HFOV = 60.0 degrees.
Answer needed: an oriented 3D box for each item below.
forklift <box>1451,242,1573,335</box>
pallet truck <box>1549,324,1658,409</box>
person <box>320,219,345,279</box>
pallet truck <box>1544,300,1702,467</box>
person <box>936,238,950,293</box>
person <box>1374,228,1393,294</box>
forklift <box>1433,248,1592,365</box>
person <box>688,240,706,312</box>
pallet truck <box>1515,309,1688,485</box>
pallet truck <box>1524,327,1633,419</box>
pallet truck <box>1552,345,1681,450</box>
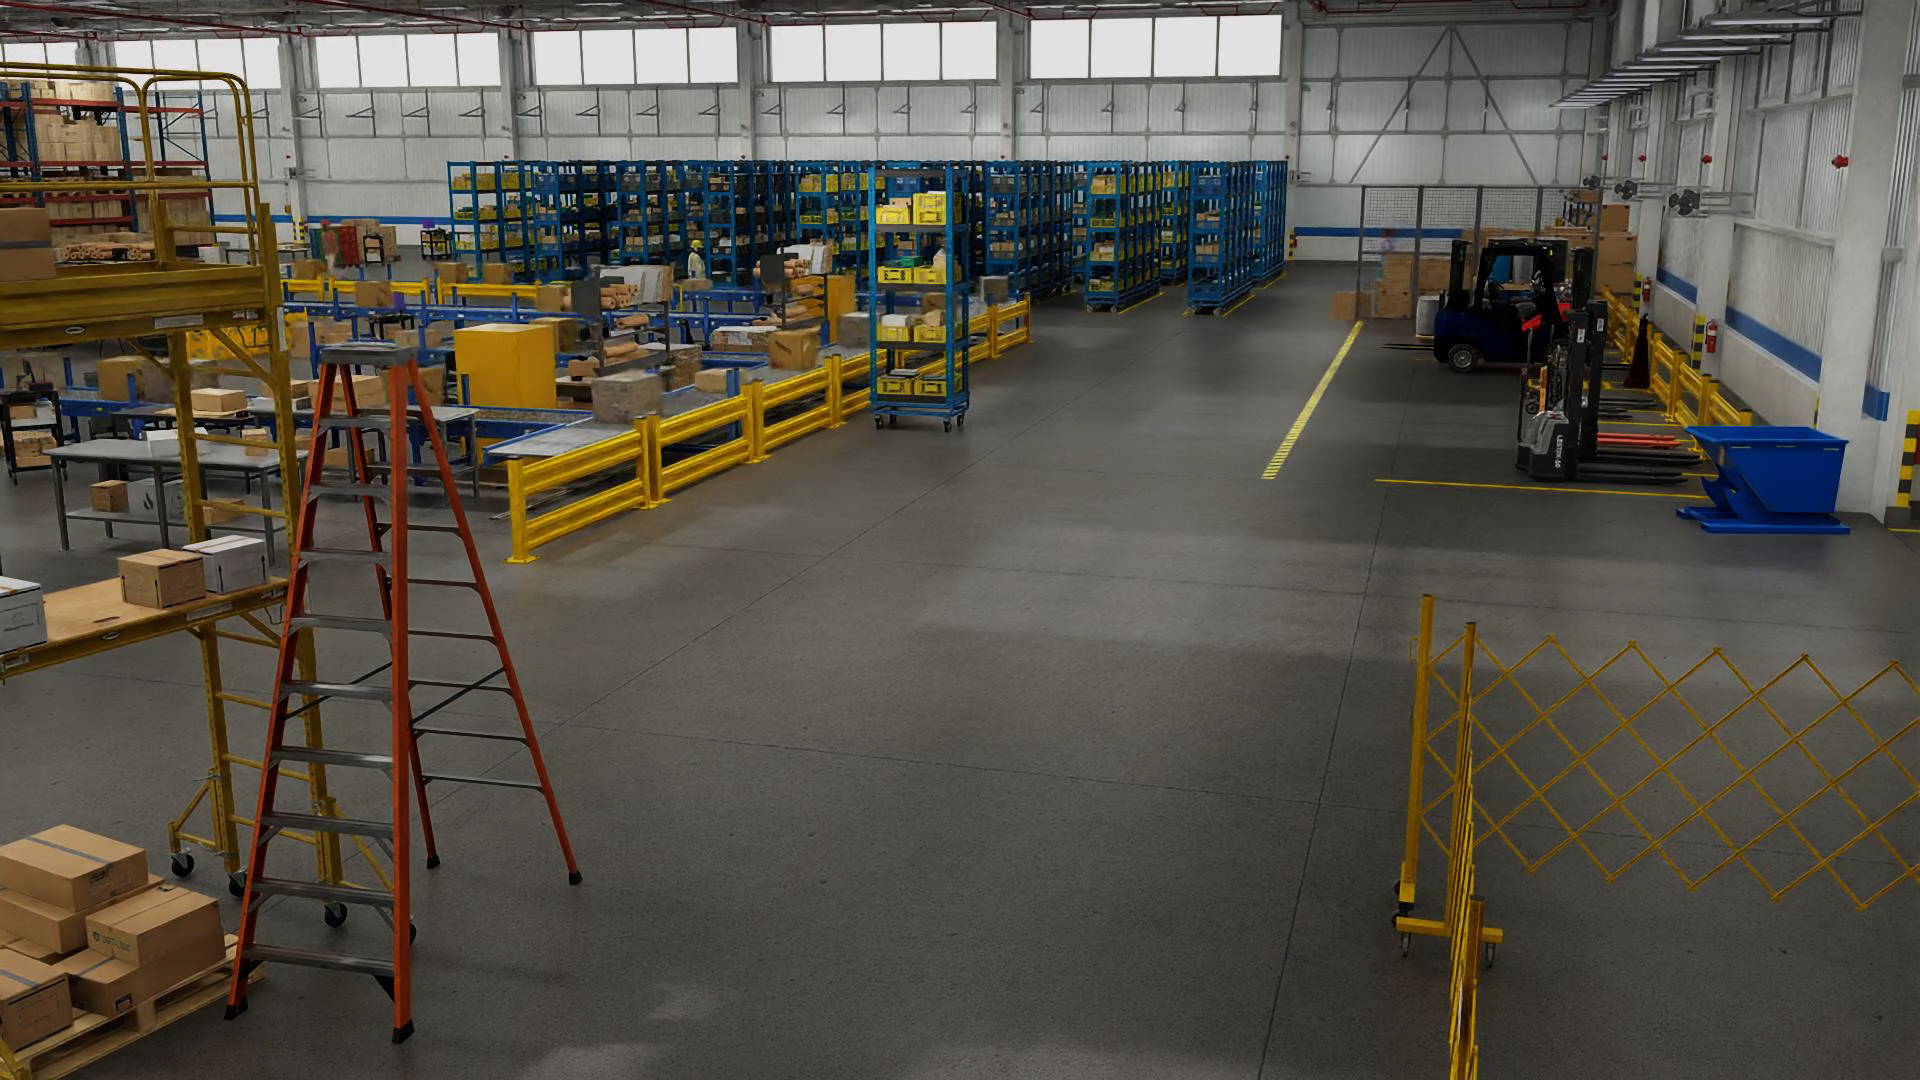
[{"bbox_3d":[10.464,-4.597,31.405,2.680,1.987,1.157,4,14,16],"label":"forklift"},{"bbox_3d":[9.824,-2.669,25.407,1.601,1.201,0.680,4,14,16],"label":"pallet truck"},{"bbox_3d":[-18.052,-8.243,47.849,0.646,1.976,0.675,9,16,35],"label":"person"},{"bbox_3d":[8.263,-1.952,20.631,1.885,1.965,0.823,5,14,20],"label":"pallet truck"},{"bbox_3d":[-0.322,-5.925,37.989,0.408,1.906,0.654,5,14,22],"label":"person"},{"bbox_3d":[11.751,-7.665,45.702,0.588,1.822,0.601,2,13,8],"label":"person"},{"bbox_3d":[9.780,-4.111,29.280,2.680,1.987,1.157,3,13,14],"label":"forklift"},{"bbox_3d":[-6.129,-6.066,38.759,0.404,1.835,0.589,-4,14,-18],"label":"person"},{"bbox_3d":[7.554,-1.677,19.446,1.885,1.965,0.823,3,13,14],"label":"pallet truck"},{"bbox_3d":[9.065,-2.460,24.370,1.522,1.261,0.704,3,13,14],"label":"pallet truck"},{"bbox_3d":[8.641,-1.896,21.908,1.630,1.274,0.653,4,14,16],"label":"pallet truck"}]
